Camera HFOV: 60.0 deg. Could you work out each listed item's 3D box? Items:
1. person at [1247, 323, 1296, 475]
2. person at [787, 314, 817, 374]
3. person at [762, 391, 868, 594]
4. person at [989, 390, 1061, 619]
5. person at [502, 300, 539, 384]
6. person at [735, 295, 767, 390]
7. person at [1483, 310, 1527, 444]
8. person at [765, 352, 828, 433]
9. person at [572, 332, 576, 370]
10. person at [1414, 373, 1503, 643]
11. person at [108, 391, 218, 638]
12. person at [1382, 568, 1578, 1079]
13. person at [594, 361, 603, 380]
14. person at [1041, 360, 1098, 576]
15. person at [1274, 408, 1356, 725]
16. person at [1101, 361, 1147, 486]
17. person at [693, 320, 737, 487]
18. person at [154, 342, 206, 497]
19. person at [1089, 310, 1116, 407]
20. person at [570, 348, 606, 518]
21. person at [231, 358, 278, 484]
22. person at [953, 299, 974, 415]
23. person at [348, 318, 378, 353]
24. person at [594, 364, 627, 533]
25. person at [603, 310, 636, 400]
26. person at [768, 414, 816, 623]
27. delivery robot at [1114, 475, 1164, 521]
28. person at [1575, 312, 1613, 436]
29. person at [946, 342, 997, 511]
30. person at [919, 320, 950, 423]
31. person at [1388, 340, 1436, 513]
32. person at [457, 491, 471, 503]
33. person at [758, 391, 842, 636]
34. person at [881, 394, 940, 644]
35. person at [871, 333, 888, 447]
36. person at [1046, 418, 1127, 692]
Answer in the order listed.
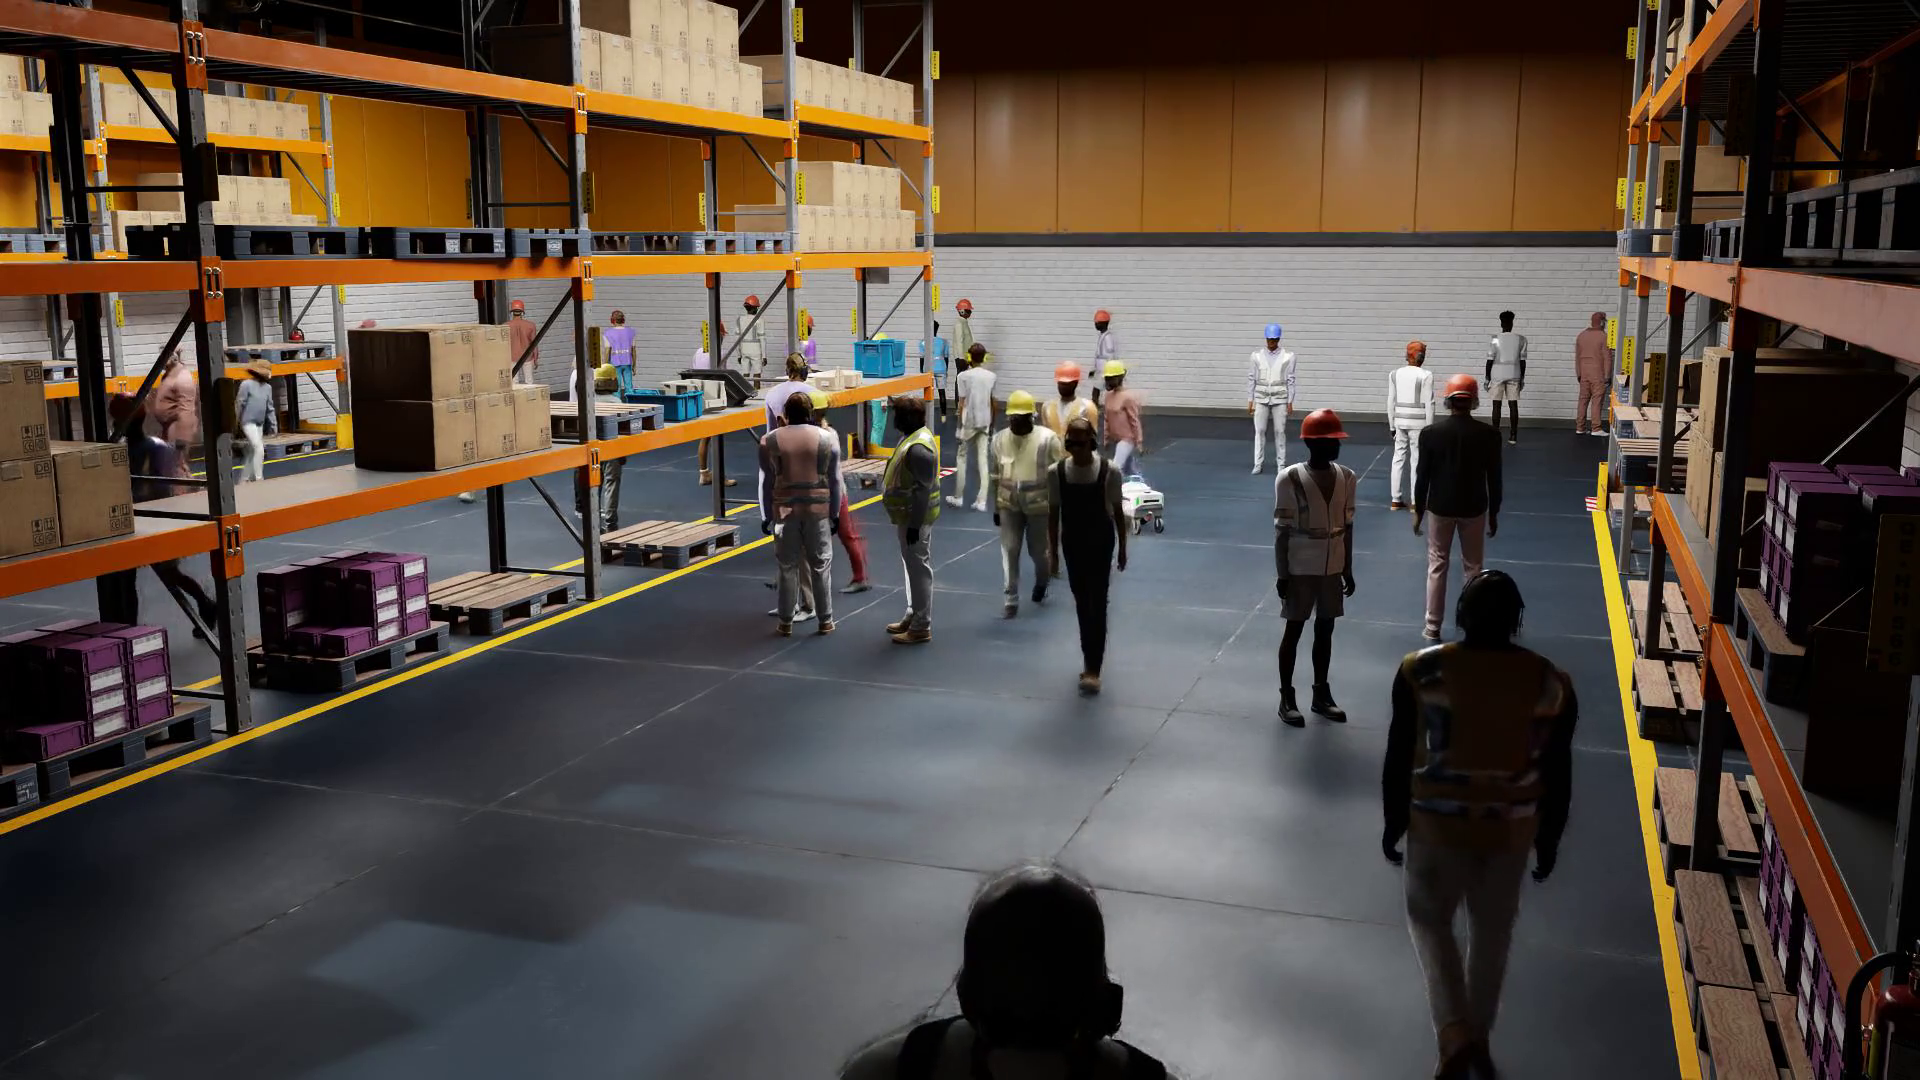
[{"bbox_3d":[3.949,-1.785,21.158,0.603,1.940,0.413,3,11,19],"label":"person"},{"bbox_3d":[-2.247,-2.309,24.114,0.551,1.934,0.373,9,14,42],"label":"person"},{"bbox_3d":[-1.182,-0.373,13.834,0.919,1.719,0.537,-6,12,-31],"label":"person"},{"bbox_3d":[0.535,-0.303,13.200,0.612,1.807,0.653,3,10,16],"label":"person"},{"bbox_3d":[-7.469,-3.071,28.245,0.611,1.995,0.375,-3,11,-19],"label":"person"},{"bbox_3d":[-3.645,-3.271,29.235,0.615,2.041,0.386,5,11,27],"label":"person"},{"bbox_3d":[8.030,-2.392,24.511,0.608,1.963,0.374,1,10,4],"label":"person"},{"bbox_3d":[-1.498,-0.768,15.435,0.631,1.940,0.372,5,11,25],"label":"person"},{"bbox_3d":[-5.694,-2.346,25.170,0.307,1.638,0.512,-4,11,-20],"label":"person"},{"bbox_3d":[3.658,-0.228,12.234,0.622,1.990,0.400,2,10,12],"label":"person"},{"bbox_3d":[-5.822,-0.144,12.040,0.549,1.906,0.915,4,11,20],"label":"person"},{"bbox_3d":[1.795,1.007,5.770,0.635,1.822,0.637,1,10,5],"label":"person"},{"bbox_3d":[-5.008,-1.889,22.587,0.310,1.638,0.523,4,11,20],"label":"person"},{"bbox_3d":[0.968,-0.652,14.829,0.554,1.929,0.643,6,12,29],"label":"person"},{"bbox_3d":[2.180,0.162,10.187,0.547,1.942,0.345,-3,11,-19],"label":"person"},{"bbox_3d":[1.783,-1.059,17.729,0.891,1.715,0.552,-4,11,-21],"label":"person"},{"bbox_3d":[-2.984,-1.663,20.176,0.396,2.044,0.609,-9,13,-41],"label":"person"},{"bbox_3d":[-8.435,-1.179,17.872,0.539,1.894,0.691,-7,12,-36],"label":"person"},{"bbox_3d":[2.351,-2.742,26.720,0.984,1.894,0.551,0,10,-2],"label":"person"},{"bbox_3d":[-4.035,-1.192,17.877,0.398,1.920,0.589,-3,10,-15],"label":"person"},{"bbox_3d":[-8.228,-1.323,19.499,0.633,1.591,0.570,2,10,11],"label":"person"},{"bbox_3d":[0.060,-3.152,28.699,0.377,1.995,0.608,1,10,6],"label":"person"},{"bbox_3d":[-8.359,-2.233,23.846,0.697,1.885,0.423,0,10,-2],"label":"person"},{"bbox_3d":[-3.556,-0.908,16.792,0.485,1.737,0.346,6,12,32],"label":"person"},{"bbox_3d":[-5.613,-2.864,27.491,0.563,1.847,0.389,-6,12,-32],"label":"person"},{"bbox_3d":[-1.295,-0.182,12.970,0.313,1.642,0.513,-7,12,-34],"label":"person"},{"bbox_3d":[1.800,-0.420,17.105,0.477,0.478,0.707,-4,11,-22],"label":"delivery robot"},{"bbox_3d":[9.757,-2.545,25.534,0.405,1.904,0.653,-5,11,-26],"label":"person"},{"bbox_3d":[0.125,-1.262,18.462,0.565,1.844,0.724,-5,11,-26],"label":"person"},{"bbox_3d":[-0.424,-2.748,27.276,0.530,1.692,0.321,-3,11,-17],"label":"person"},{"bbox_3d":[4.957,-1.241,18.244,0.355,1.887,0.573,-9,13,-40],"label":"person"},{"bbox_3d":[-5.699,-1.256,18.954,0.559,1.645,0.833,-1,10,-4],"label":"person"},{"bbox_3d":[-1.191,-0.191,12.458,0.622,1.845,0.429,-1,10,-5],"label":"person"},{"bbox_3d":[-0.363,-0.160,12.285,0.429,1.844,0.623,-1,10,-7],"label":"person"},{"bbox_3d":[-1.035,-1.834,21.912,0.298,1.772,0.533,-2,10,-11],"label":"person"},{"bbox_3d":[0.812,0.090,10.994,0.510,1.797,0.834,3,11,18],"label":"person"}]
